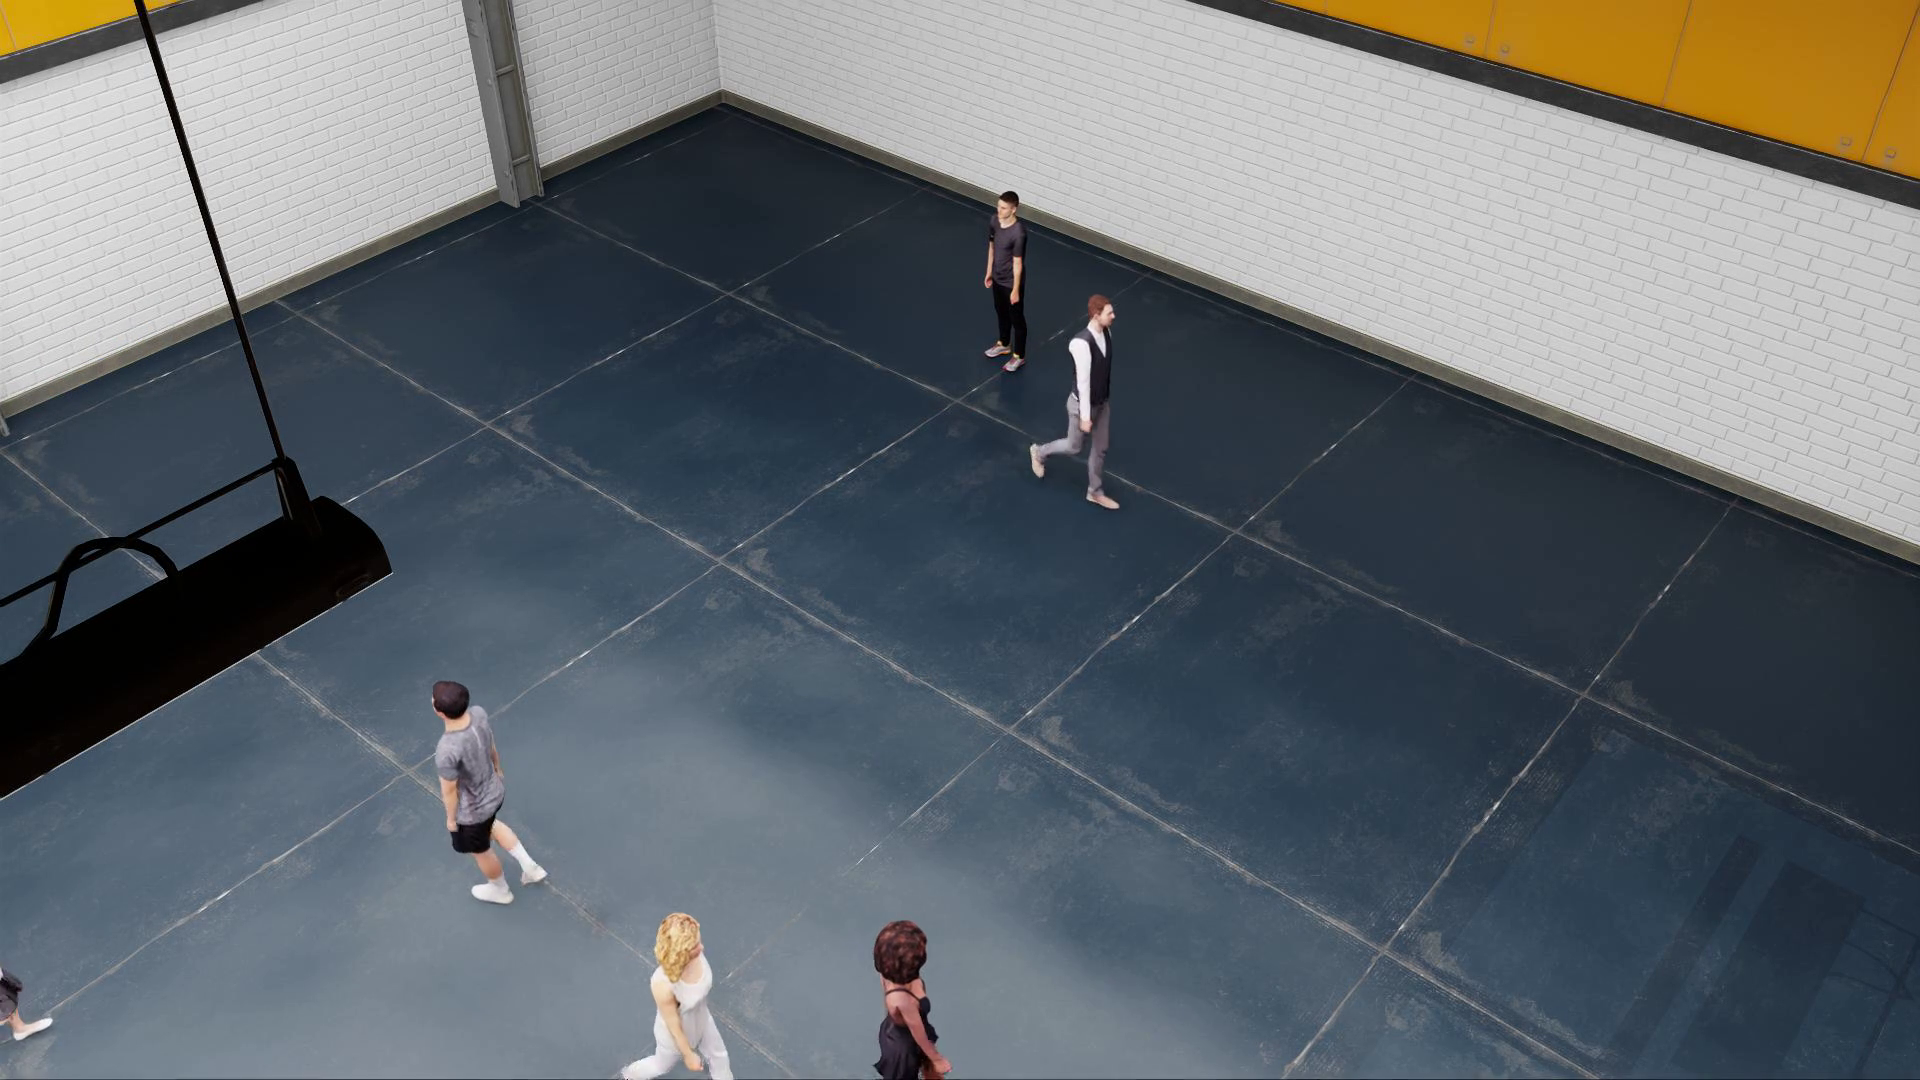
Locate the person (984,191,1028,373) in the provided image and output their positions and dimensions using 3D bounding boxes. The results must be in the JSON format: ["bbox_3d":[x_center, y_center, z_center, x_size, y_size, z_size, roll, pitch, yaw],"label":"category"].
[{"bbox_3d":[0.443,-2.386,15.178,0.618,1.760,0.679,-23,44,-26],"label":"person"}]

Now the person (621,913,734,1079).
[{"bbox_3d":[-1.583,2.605,9.032,0.839,1.632,1.093,16,41,19],"label":"person"}]

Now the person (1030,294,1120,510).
[{"bbox_3d":[0.963,-1.144,13.503,0.744,1.910,1.033,26,45,29],"label":"person"}]

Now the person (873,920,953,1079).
[{"bbox_3d":[-0.354,2.711,8.799,1.022,1.756,0.905,-8,39,-10],"label":"person"}]

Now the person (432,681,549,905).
[{"bbox_3d":[-2.859,1.595,10.114,0.883,1.860,0.850,11,40,13],"label":"person"}]
